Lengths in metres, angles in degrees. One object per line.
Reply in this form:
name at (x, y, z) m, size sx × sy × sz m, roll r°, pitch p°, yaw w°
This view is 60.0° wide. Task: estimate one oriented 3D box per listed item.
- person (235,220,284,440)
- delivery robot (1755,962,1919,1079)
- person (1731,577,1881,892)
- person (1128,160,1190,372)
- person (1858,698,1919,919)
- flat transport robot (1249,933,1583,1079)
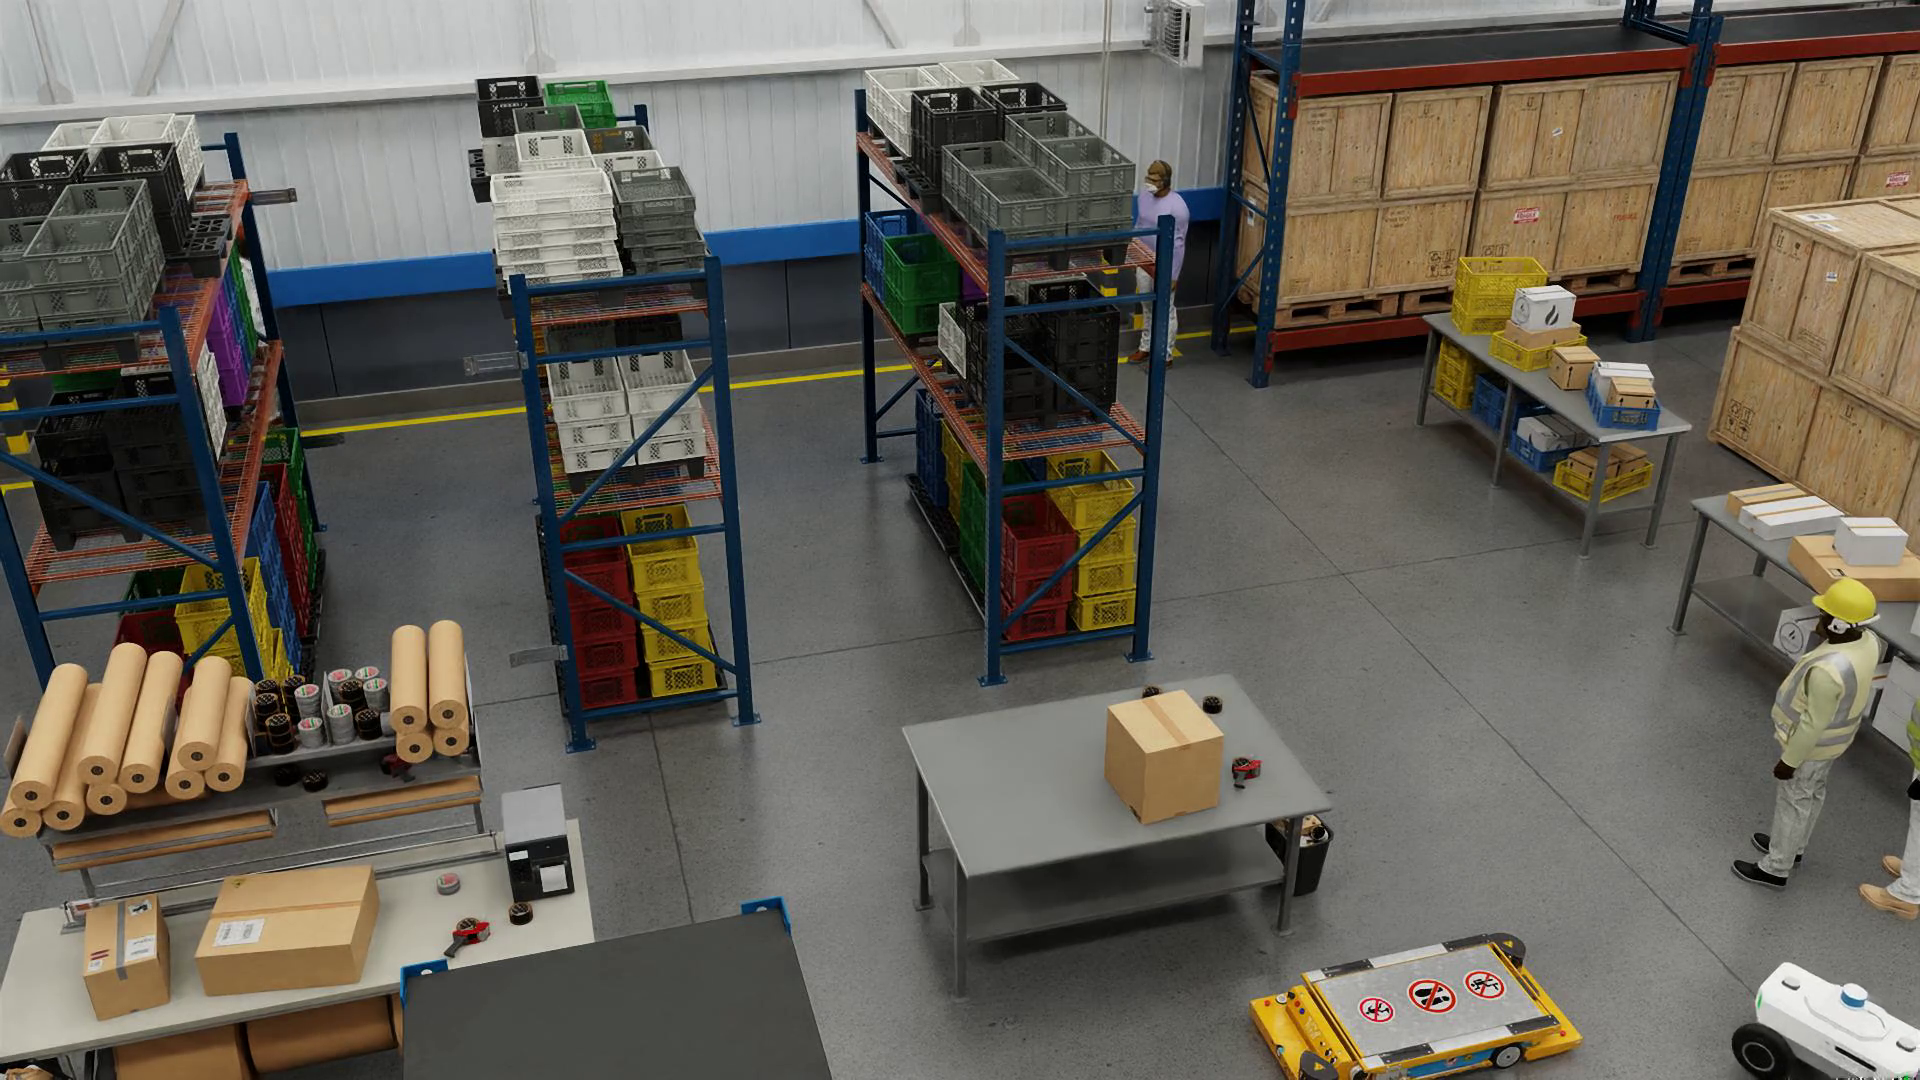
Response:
person at (-5.720, -1.700, 13.576) m, size 0.367 × 1.873 × 0.692 m, roll -6°, pitch 29°, yaw -11°
delivery robot at (4.056, 2.254, 7.645) m, size 0.477 × 0.478 × 0.707 m, roll -23°, pitch 36°, yaw -36°
person at (4.438, 1.011, 8.683) m, size 0.403 × 1.833 × 0.590 m, roll 25°, pitch 37°, yaw 37°
person at (1.773, -2.458, 14.896) m, size 0.368 × 1.933 × 0.626 m, roll -18°, pitch 33°, yaw -29°
person at (5.046, 1.109, 8.497) m, size 0.623 × 1.844 × 0.429 m, roll -23°, pitch 36°, yaw -36°
flat transport robot at (2.184, 2.282, 7.980) m, size 1.431 × 0.197 × 0.652 m, roll -8°, pitch 30°, yaw -14°
